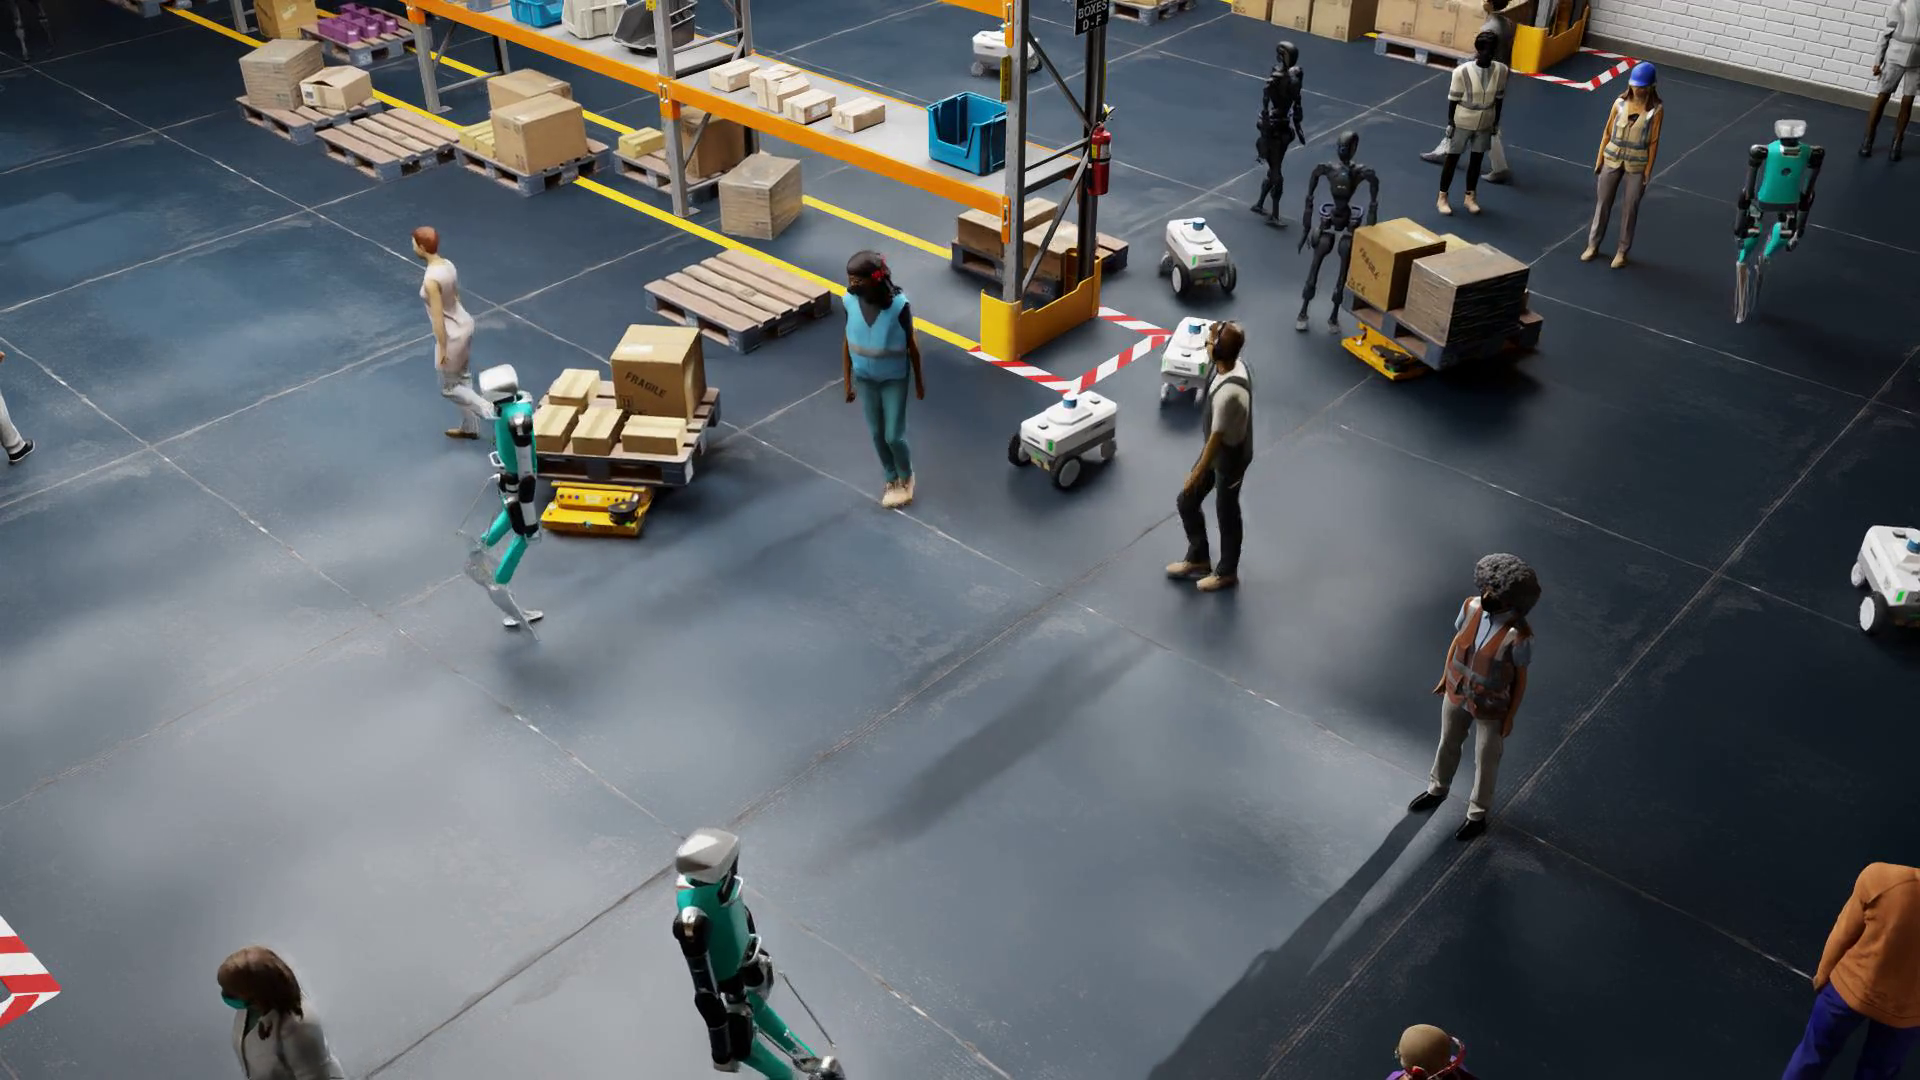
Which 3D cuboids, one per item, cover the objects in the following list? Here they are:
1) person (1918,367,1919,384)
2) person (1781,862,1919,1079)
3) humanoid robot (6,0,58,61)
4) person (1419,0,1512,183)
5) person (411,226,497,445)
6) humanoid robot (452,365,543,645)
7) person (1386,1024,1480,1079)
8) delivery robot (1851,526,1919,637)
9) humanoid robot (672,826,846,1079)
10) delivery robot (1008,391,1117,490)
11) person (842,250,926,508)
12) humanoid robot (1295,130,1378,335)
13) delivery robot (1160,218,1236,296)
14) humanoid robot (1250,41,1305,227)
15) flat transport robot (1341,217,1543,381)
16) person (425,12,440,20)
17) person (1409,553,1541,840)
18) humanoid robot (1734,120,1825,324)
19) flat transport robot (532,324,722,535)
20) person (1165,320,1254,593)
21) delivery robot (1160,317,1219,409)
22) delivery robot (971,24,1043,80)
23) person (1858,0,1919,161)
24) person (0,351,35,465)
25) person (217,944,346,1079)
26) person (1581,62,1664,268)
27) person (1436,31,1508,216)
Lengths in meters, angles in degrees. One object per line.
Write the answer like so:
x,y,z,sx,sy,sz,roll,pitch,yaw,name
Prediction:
7.521,-1.950,12.319,0.310,1.768,0.521,18,38,24,person
3.723,1.813,6.690,0.517,1.973,0.400,21,40,28,person
-10.626,-6.291,18.712,0.606,1.639,0.661,-9,36,-12,humanoid robot
4.924,-4.314,15.671,0.993,1.848,0.559,26,42,32,person
-3.484,-1.402,11.632,0.511,1.634,0.492,3,35,4,person
-2.741,-0.134,9.757,0.672,1.855,0.536,-14,37,-20,humanoid robot
1.629,2.374,6.118,0.347,1.691,0.484,22,40,29,person
5.793,0.241,10.199,0.499,0.582,0.773,5,35,7,delivery robot
-0.668,1.951,6.754,0.875,1.849,0.557,5,35,7,humanoid robot
0.740,-0.730,11.633,0.802,0.614,0.499,-27,43,-34,delivery robot
-0.516,-1.029,10.913,0.546,1.848,0.496,10,36,15,person
2.968,-2.395,13.041,0.616,1.653,0.397,11,36,15,humanoid robot
1.999,-2.407,14.058,0.519,0.608,0.780,-7,35,-10,delivery robot
2.882,-3.632,14.841,0.567,1.645,0.588,29,44,35,humanoid robot
3.800,-1.614,13.149,1.431,0.231,0.659,-16,38,-22,flat transport robot
-6.511,-7.151,19.877,0.586,1.726,0.717,-26,42,-32,person
2.625,0.791,8.410,0.305,1.688,0.458,-24,41,-30,person
6.387,-2.540,13.266,0.567,1.841,0.761,7,35,10,humanoid robot
-2.371,-0.515,11.556,0.659,0.231,1.431,4,35,6,flat transport robot
1.524,-0.483,10.149,0.569,1.821,0.478,-4,35,-5,person
1.752,-1.378,12.547,0.499,0.586,0.765,11,36,16,delivery robot
0.522,-5.373,18.349,0.795,0.602,0.499,14,37,20,delivery robot
9.143,-4.636,16.076,0.547,1.923,0.385,15,37,21,person
-6.869,-1.326,11.354,0.586,1.834,0.404,-6,35,-8,person
-2.584,2.173,6.446,0.383,1.646,0.504,-29,44,-35,person
5.633,-3.174,14.089,0.473,1.771,0.323,23,41,29,person
4.621,-3.758,15.004,0.532,1.690,0.320,-5,35,-7,person
